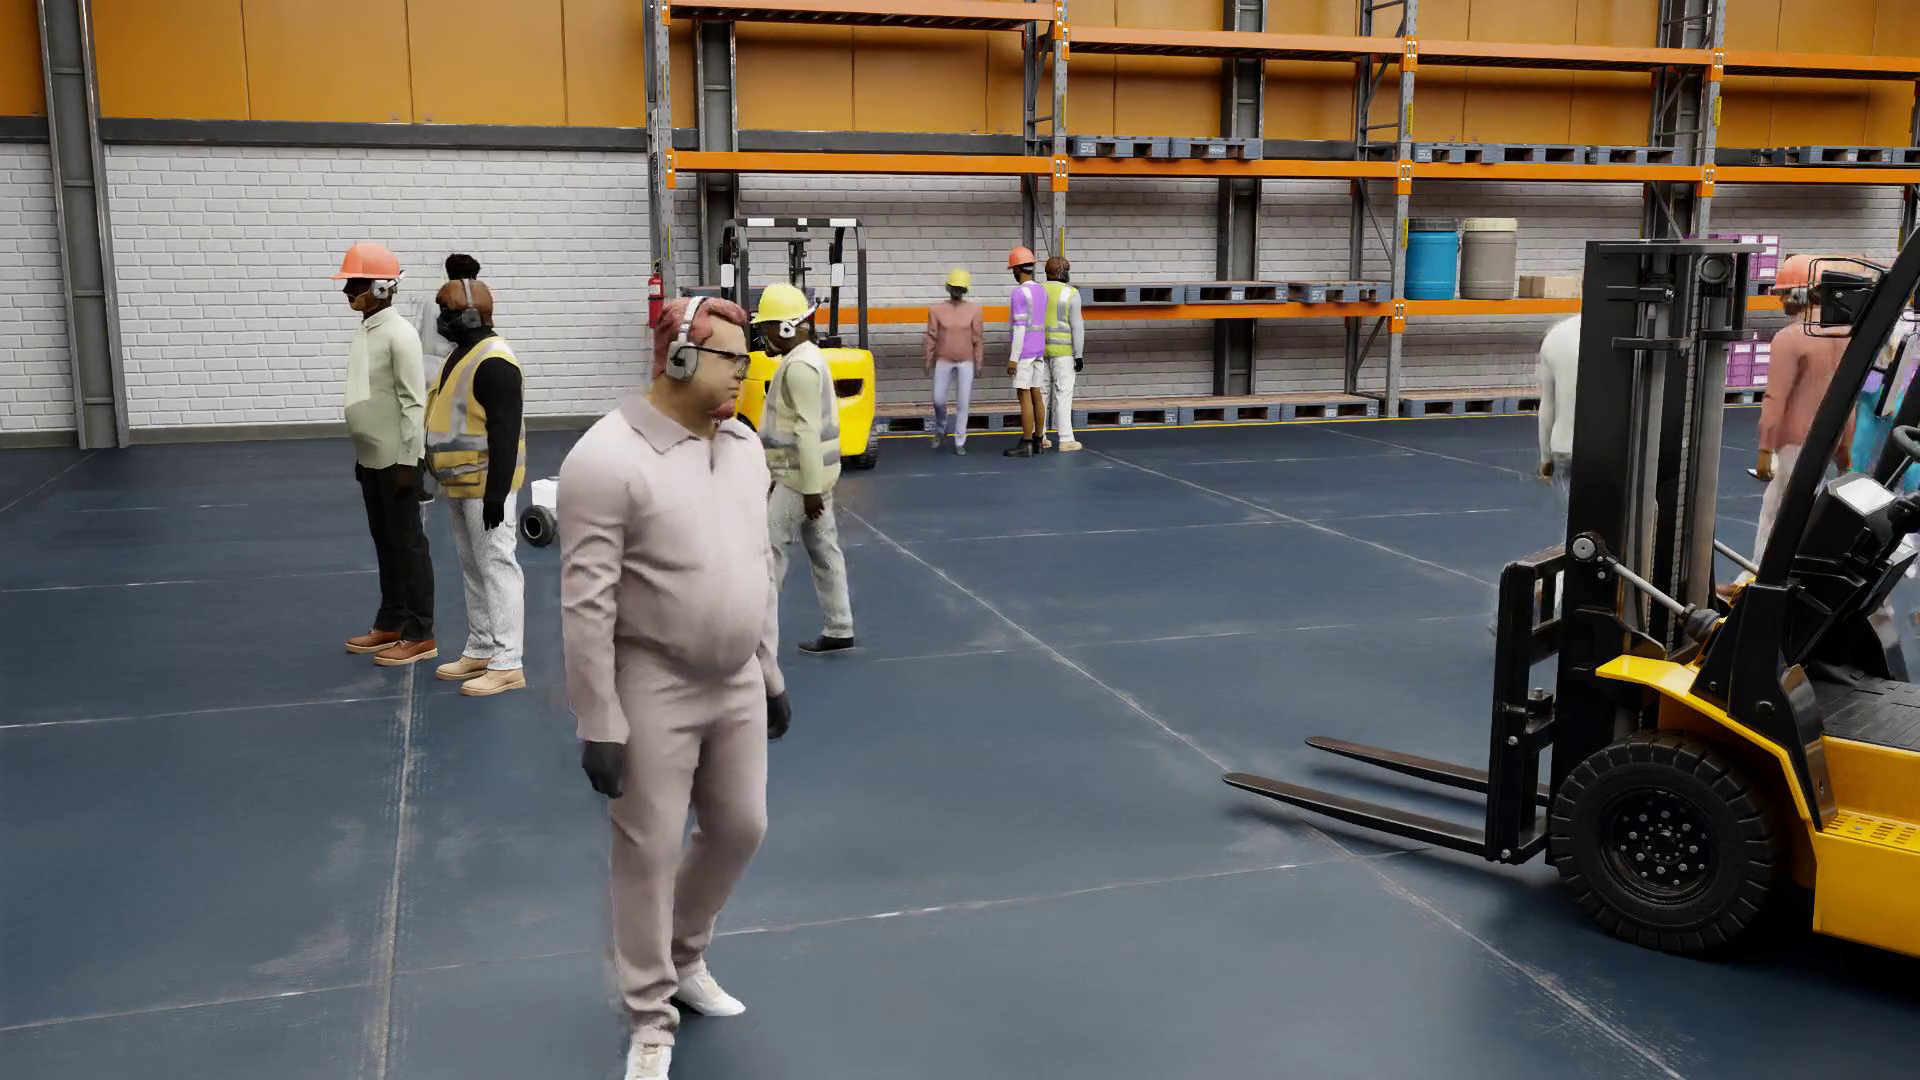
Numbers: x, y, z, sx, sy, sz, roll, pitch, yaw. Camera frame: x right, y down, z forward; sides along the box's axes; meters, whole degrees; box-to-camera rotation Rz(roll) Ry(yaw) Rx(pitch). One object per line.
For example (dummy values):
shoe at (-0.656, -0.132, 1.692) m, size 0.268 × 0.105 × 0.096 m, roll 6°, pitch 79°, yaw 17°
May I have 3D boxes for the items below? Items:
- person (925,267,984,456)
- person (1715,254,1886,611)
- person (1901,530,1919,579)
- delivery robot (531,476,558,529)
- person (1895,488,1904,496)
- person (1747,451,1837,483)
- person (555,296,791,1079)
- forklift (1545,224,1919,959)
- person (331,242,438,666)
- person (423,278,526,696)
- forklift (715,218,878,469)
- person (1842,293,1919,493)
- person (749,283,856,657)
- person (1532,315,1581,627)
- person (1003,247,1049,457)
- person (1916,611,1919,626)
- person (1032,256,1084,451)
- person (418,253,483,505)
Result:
person at (-0.047, -1.649, 15.422) m, size 0.544 × 1.749 × 0.464 m, roll 0°, pitch 10°, yaw 1°
person at (4.498, -0.529, 8.770) m, size 0.622 × 1.945 × 1.017 m, roll -7°, pitch 12°, yaw -33°
person at (5.828, -0.612, 9.408) m, size 0.690 × 1.872 × 0.745 m, roll -10°, pitch 14°, yaw -42°
delivery robot at (-2.456, -0.276, 10.906) m, size 0.707 × 0.478 × 0.477 m, roll 6°, pitch 12°, yaw 28°
person at (7.383, -1.078, 12.352) m, size 0.899 × 1.713 × 0.523 m, roll 2°, pitch 10°, yaw 9°
person at (6.899, -1.215, 13.433) m, size 0.863 × 1.584 × 0.535 m, roll -1°, pitch 10°, yaw -4°
person at (-0.705, 0.365, 4.061) m, size 0.447 × 1.887 × 0.748 m, roll 8°, pitch 13°, yaw 37°
forklift at (2.909, 0.117, 4.508) m, size 2.313 × 2.155 × 1.214 m, roll 9°, pitch 14°, yaw 40°
person at (-2.738, -0.406, 7.918) m, size 0.379 × 1.996 × 0.611 m, roll -9°, pitch 13°, yaw -39°
person at (-2.159, -0.237, 7.424) m, size 0.429 × 1.842 × 0.625 m, roll -7°, pitch 12°, yaw -34°
forklift at (-1.522, -1.778, 14.899) m, size 1.214 × 2.155 × 2.313 m, roll -3°, pitch 11°, yaw -17°
person at (6.692, -1.019, 11.826) m, size 0.870 × 1.791 × 0.647 m, roll 1°, pitch 10°, yaw 8°
person at (-0.883, -0.310, 7.931) m, size 0.827 × 1.794 × 0.629 m, roll 0°, pitch 10°, yaw -1°
person at (3.066, -0.411, 8.185) m, size 0.768 × 1.920 × 0.634 m, roll -6°, pitch 12°, yaw -28°
person at (0.590, -1.725, 15.334) m, size 0.374 × 1.929 × 0.542 m, roll 6°, pitch 12°, yaw 30°
person at (5.039, -0.347, 7.744) m, size 0.955 × 1.957 × 0.619 m, roll -1°, pitch 10°, yaw -3°
person at (0.908, -1.767, 15.813) m, size 0.632 × 1.839 × 0.429 m, roll 7°, pitch 12°, yaw 33°
person at (-3.861, -1.216, 12.632) m, size 0.854 × 1.898 × 0.660 m, roll -6°, pitch 12°, yaw -30°
